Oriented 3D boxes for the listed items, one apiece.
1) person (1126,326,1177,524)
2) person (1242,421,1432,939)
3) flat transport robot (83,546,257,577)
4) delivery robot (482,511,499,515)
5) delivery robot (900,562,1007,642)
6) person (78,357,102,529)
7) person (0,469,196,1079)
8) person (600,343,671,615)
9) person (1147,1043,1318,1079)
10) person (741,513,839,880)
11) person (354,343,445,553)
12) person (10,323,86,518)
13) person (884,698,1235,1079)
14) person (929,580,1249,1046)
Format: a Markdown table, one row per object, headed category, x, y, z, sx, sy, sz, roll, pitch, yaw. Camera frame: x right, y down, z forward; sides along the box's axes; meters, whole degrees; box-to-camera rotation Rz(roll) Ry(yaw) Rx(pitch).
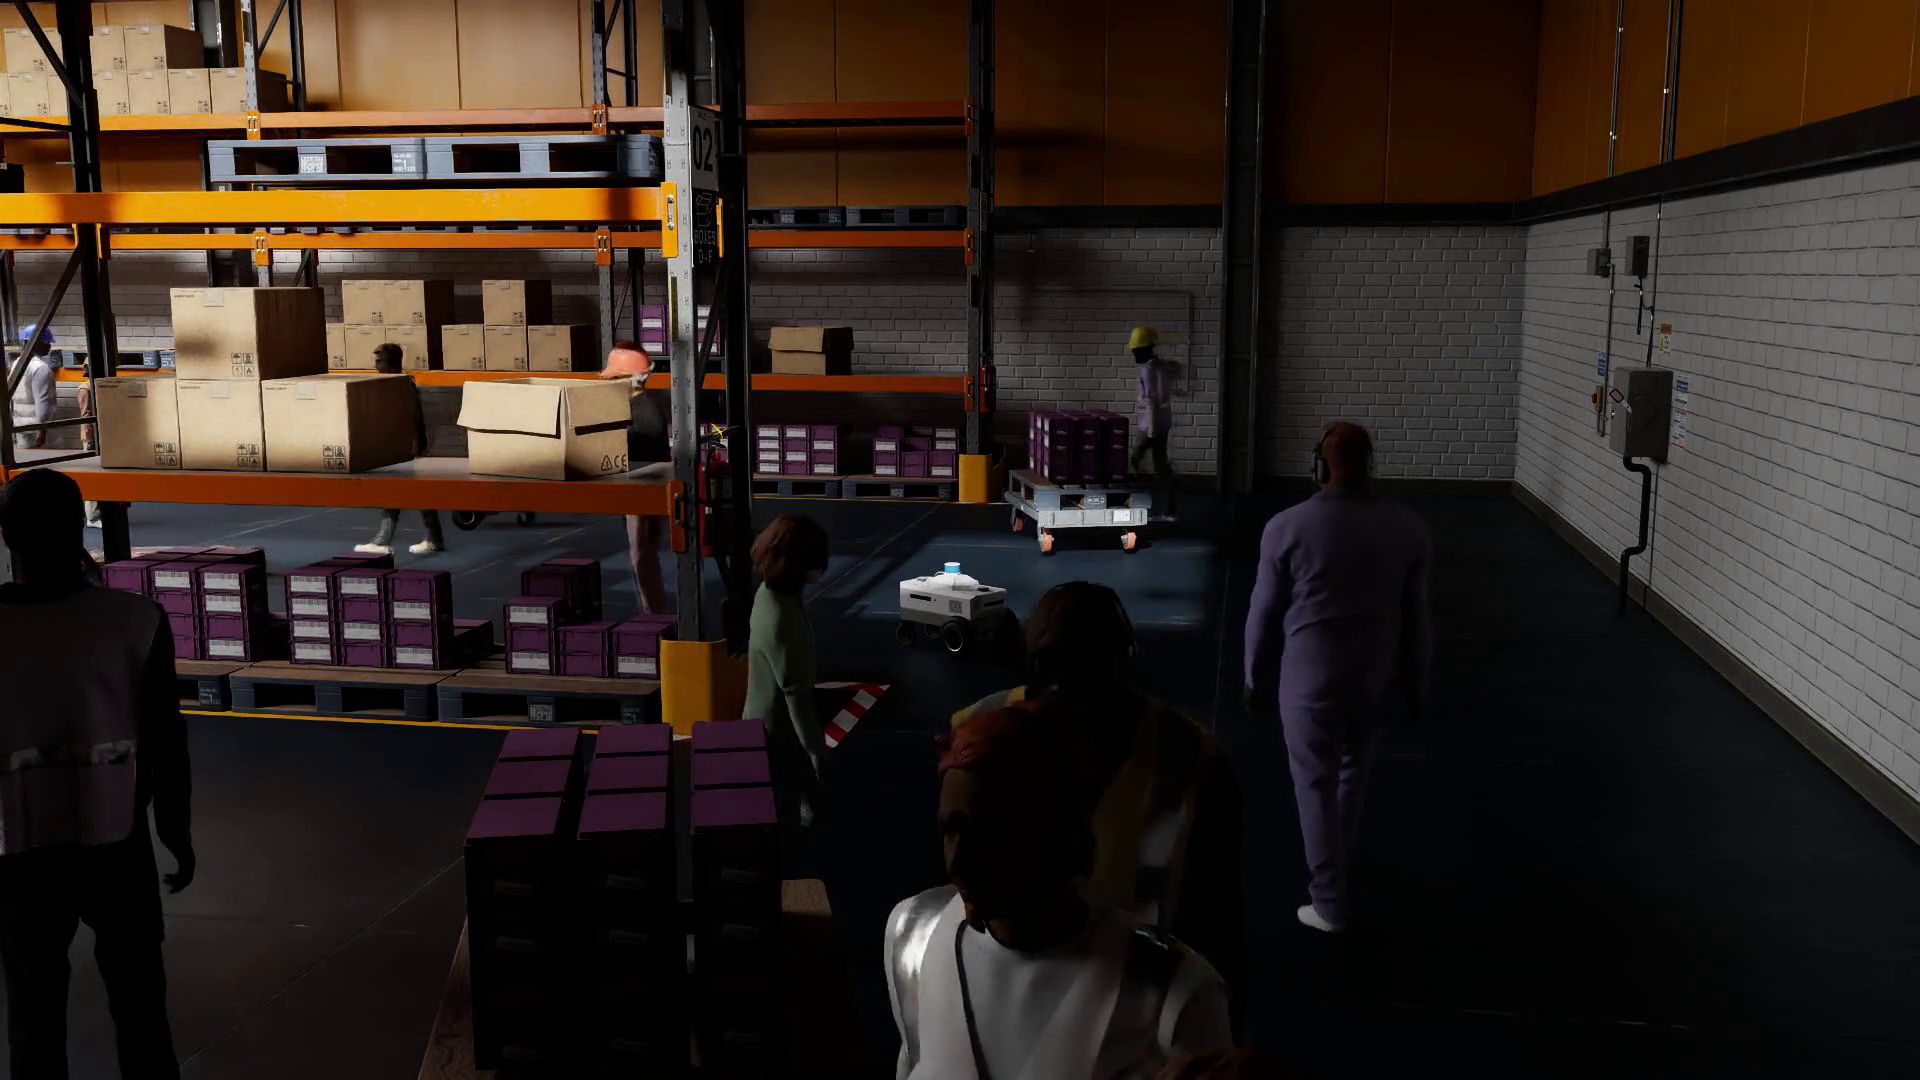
| category | x | y | z | sx | sy | sz | roll | pitch | yaw |
| --- | --- | --- | --- | --- | --- | --- | --- | --- | --- |
| person | 1.749 | -1.089 | 15.902 | 0.764 | 1.887 | 0.632 | 4 | 10 | 23 |
| person | 1.386 | 0.484 | 6.260 | 0.664 | 1.862 | 0.904 | -1 | 9 | -9 |
| flat transport robot | -6.278 | 0.196 | 12.937 | 1.431 | 0.197 | 0.652 | -1 | 9 | -7 |
| delivery robot | -4.405 | -0.443 | 15.728 | 0.707 | 0.478 | 0.477 | -2 | 9 | -8 |
| delivery robot | -0.050 | 0.386 | 10.593 | 0.707 | 0.478 | 0.477 | 8 | 12 | 41 |
| person | -8.128 | -0.930 | 15.704 | 0.311 | 1.636 | 0.522 | -1 | 9 | -6 |
| person | -2.287 | 0.775 | 4.274 | 0.587 | 1.914 | 0.391 | -3 | 10 | -19 |
| person | -1.996 | -0.220 | 10.287 | 0.439 | 1.976 | 0.632 | -4 | 10 | -24 |
| person | 0.310 | 1.322 | 1.794 | 0.729 | 1.600 | 0.519 | 3 | 10 | 17 |
| person | -0.567 | 0.692 | 5.753 | 0.379 | 1.608 | 0.537 | 0 | 9 | 1 |
| person | -4.828 | -0.762 | 14.143 | 0.856 | 1.804 | 0.517 | -4 | 10 | -22 |
| person | -8.806 | -1.128 | 16.086 | 0.611 | 1.915 | 0.840 | 6 | 11 | 33 |
| person | 0.091 | 1.133 | 2.300 | 0.587 | 1.837 | 0.975 | 6 | 11 | 32 |
| person | 0.252 | 0.964 | 3.383 | 0.666 | 1.826 | 0.502 | 2 | 9 | 13 |
